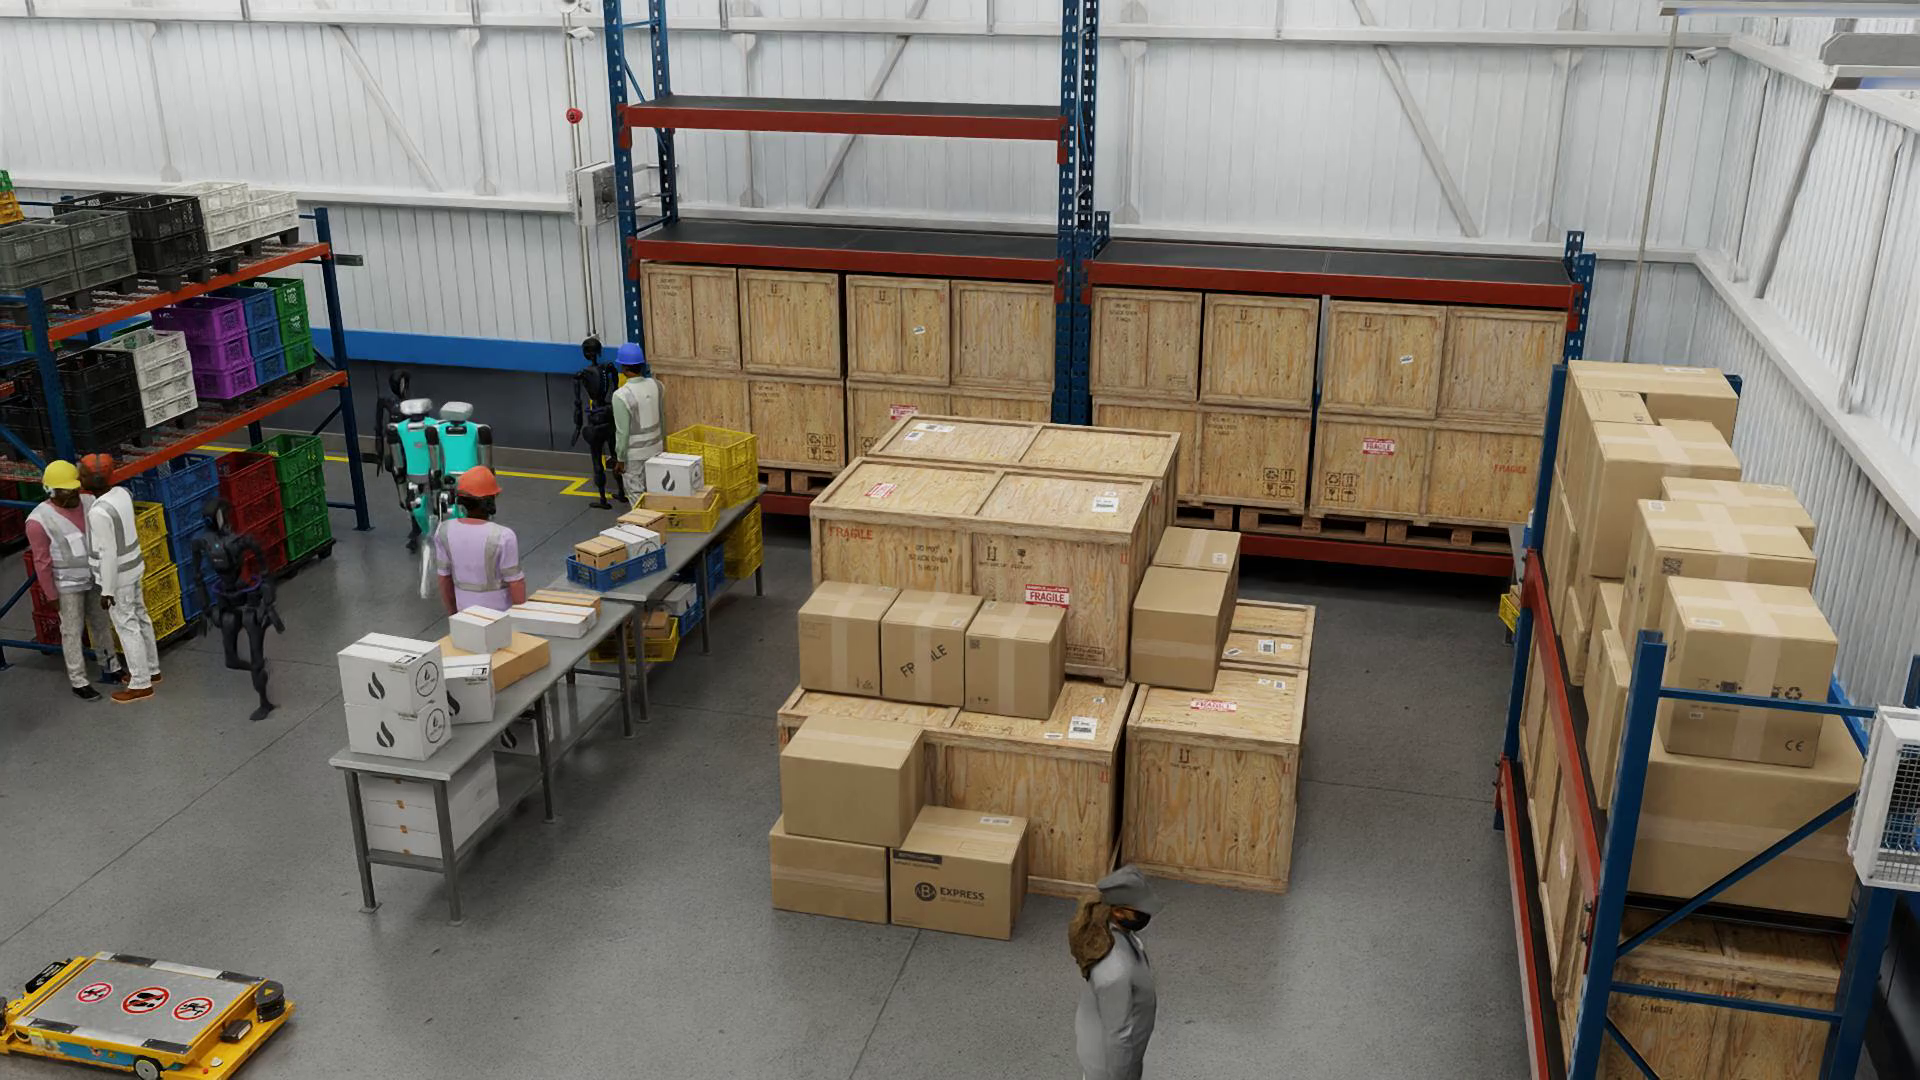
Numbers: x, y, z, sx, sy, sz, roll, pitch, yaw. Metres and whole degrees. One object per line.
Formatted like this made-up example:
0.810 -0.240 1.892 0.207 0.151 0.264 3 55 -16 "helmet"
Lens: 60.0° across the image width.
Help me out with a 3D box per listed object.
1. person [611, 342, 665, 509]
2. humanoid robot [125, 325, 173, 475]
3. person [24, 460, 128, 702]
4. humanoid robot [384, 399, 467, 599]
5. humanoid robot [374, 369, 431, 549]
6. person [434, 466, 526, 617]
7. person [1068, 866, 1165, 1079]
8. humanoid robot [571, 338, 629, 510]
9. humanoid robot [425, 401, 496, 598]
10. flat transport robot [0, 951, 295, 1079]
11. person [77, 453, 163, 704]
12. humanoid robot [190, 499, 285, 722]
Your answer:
-2.852 -0.797 14.781 0.401 1.945 0.613 12 24 29 "person"
-8.014 -1.373 16.608 0.531 1.715 1.063 -15 25 -34 "humanoid robot"
-6.420 0.283 12.129 0.403 1.823 0.594 8 22 20 "person"
-4.459 -0.411 14.118 0.575 1.787 0.822 -3 21 -7 "humanoid robot"
-5.035 -0.738 15.029 0.585 1.630 0.683 3 21 7 "humanoid robot"
-3.203 0.479 11.312 0.613 2.039 0.387 6 22 14 "person"
0.654 2.191 7.211 0.396 1.766 0.572 0 21 0 "person"
-3.470 -1.130 16.007 0.315 1.659 0.599 16 26 36 "humanoid robot"
-4.041 -0.205 13.458 0.543 1.754 0.675 -2 21 -4 "humanoid robot"
-4.270 2.464 8.601 1.431 0.231 0.659 5 22 13 "flat transport robot"
-6.116 0.268 12.081 0.349 1.884 0.582 -3 21 -8 "person"
-5.106 0.445 11.905 0.601 1.647 0.508 1 21 1 "humanoid robot"
